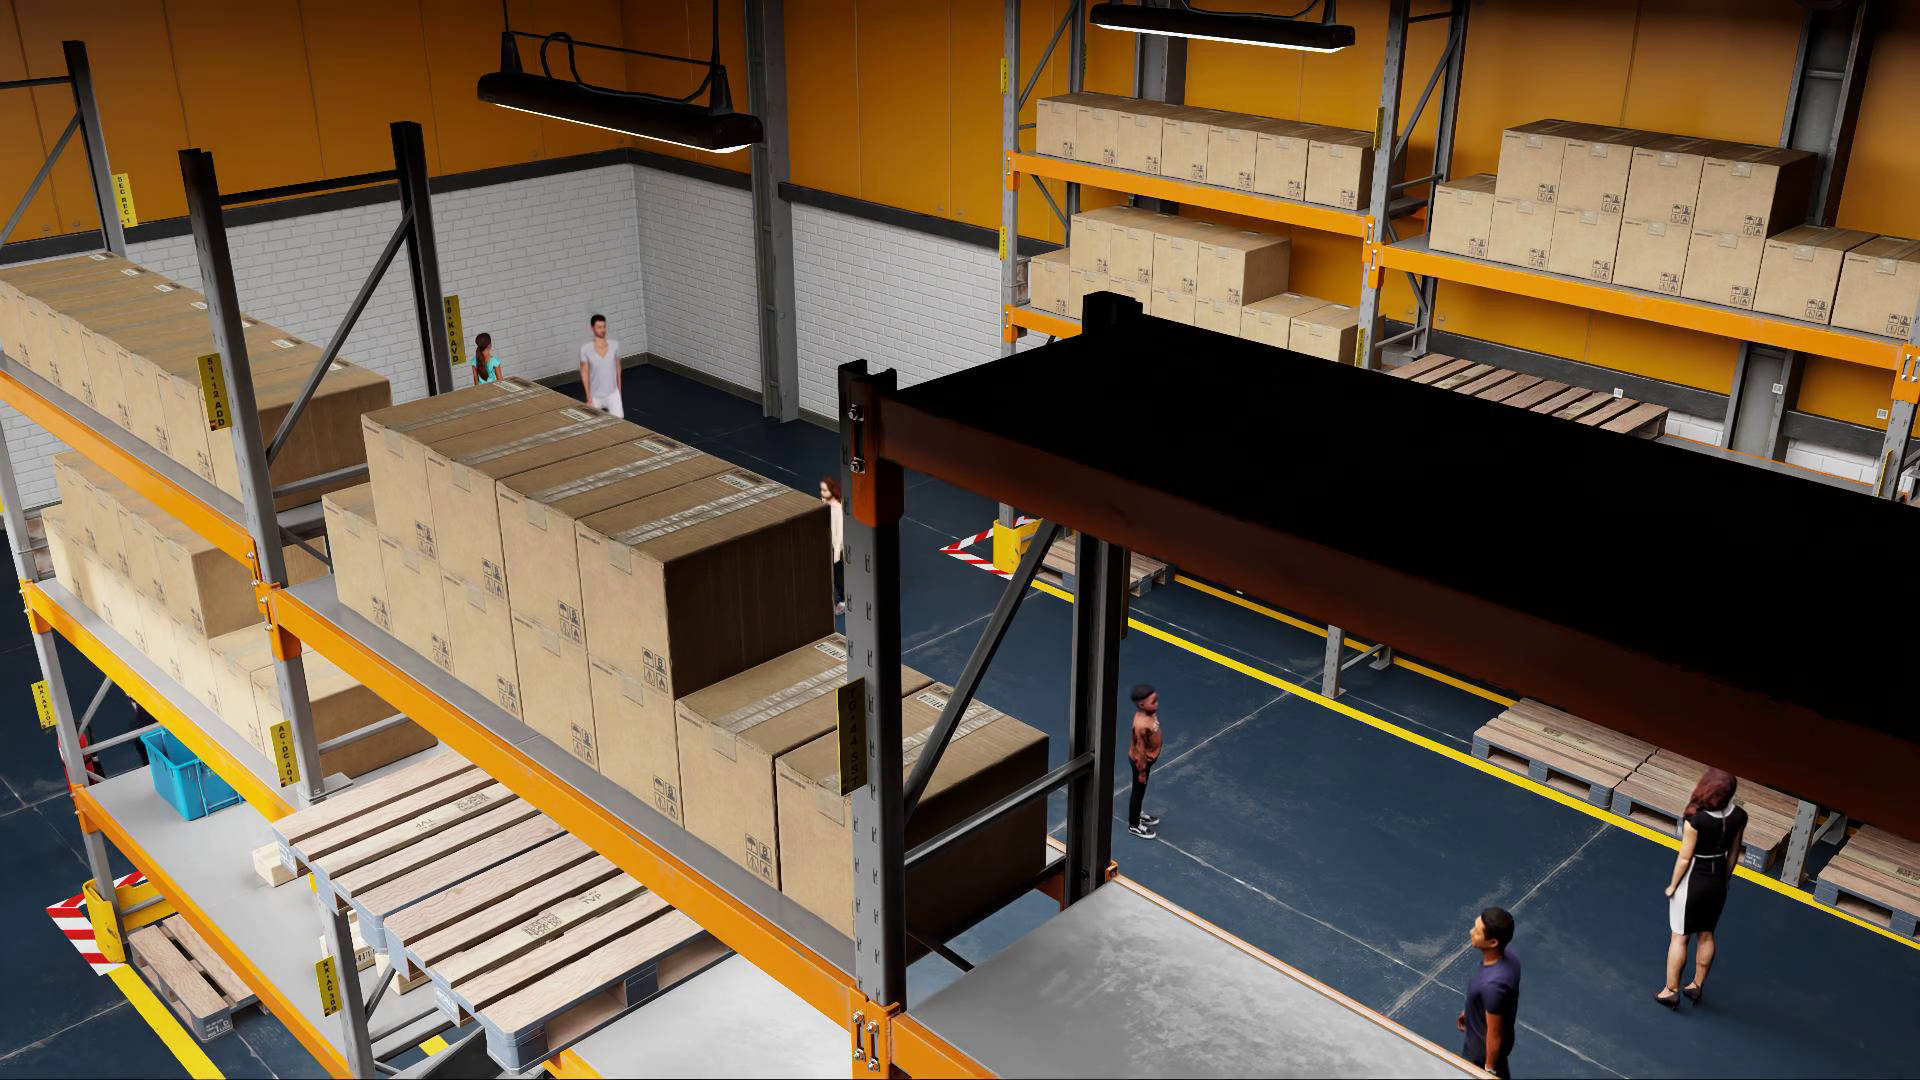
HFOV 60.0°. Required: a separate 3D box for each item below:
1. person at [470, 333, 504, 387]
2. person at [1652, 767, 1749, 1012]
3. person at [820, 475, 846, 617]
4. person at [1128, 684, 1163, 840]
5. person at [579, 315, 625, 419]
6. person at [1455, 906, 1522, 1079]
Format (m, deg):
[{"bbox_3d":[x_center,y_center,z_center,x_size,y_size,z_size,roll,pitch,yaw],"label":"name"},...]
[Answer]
[{"bbox_3d":[-5.686,-1.758,20.128,0.623,1.558,0.702,4,24,8],"label":"person"},{"bbox_3d":[4.758,2.239,10.689,0.647,1.795,0.667,-4,24,-9],"label":"person"},{"bbox_3d":[-1.171,0.039,16.130,0.652,1.468,0.529,-19,30,-37],"label":"person"},{"bbox_3d":[1.387,1.661,12.685,0.617,1.255,0.595,6,24,13],"label":"person"},{"bbox_3d":[-4.326,-1.802,19.918,0.924,1.807,1.269,-12,26,-26],"label":"person"},{"bbox_3d":[3.048,2.857,9.328,1.178,1.751,0.929,10,25,21],"label":"person"}]
